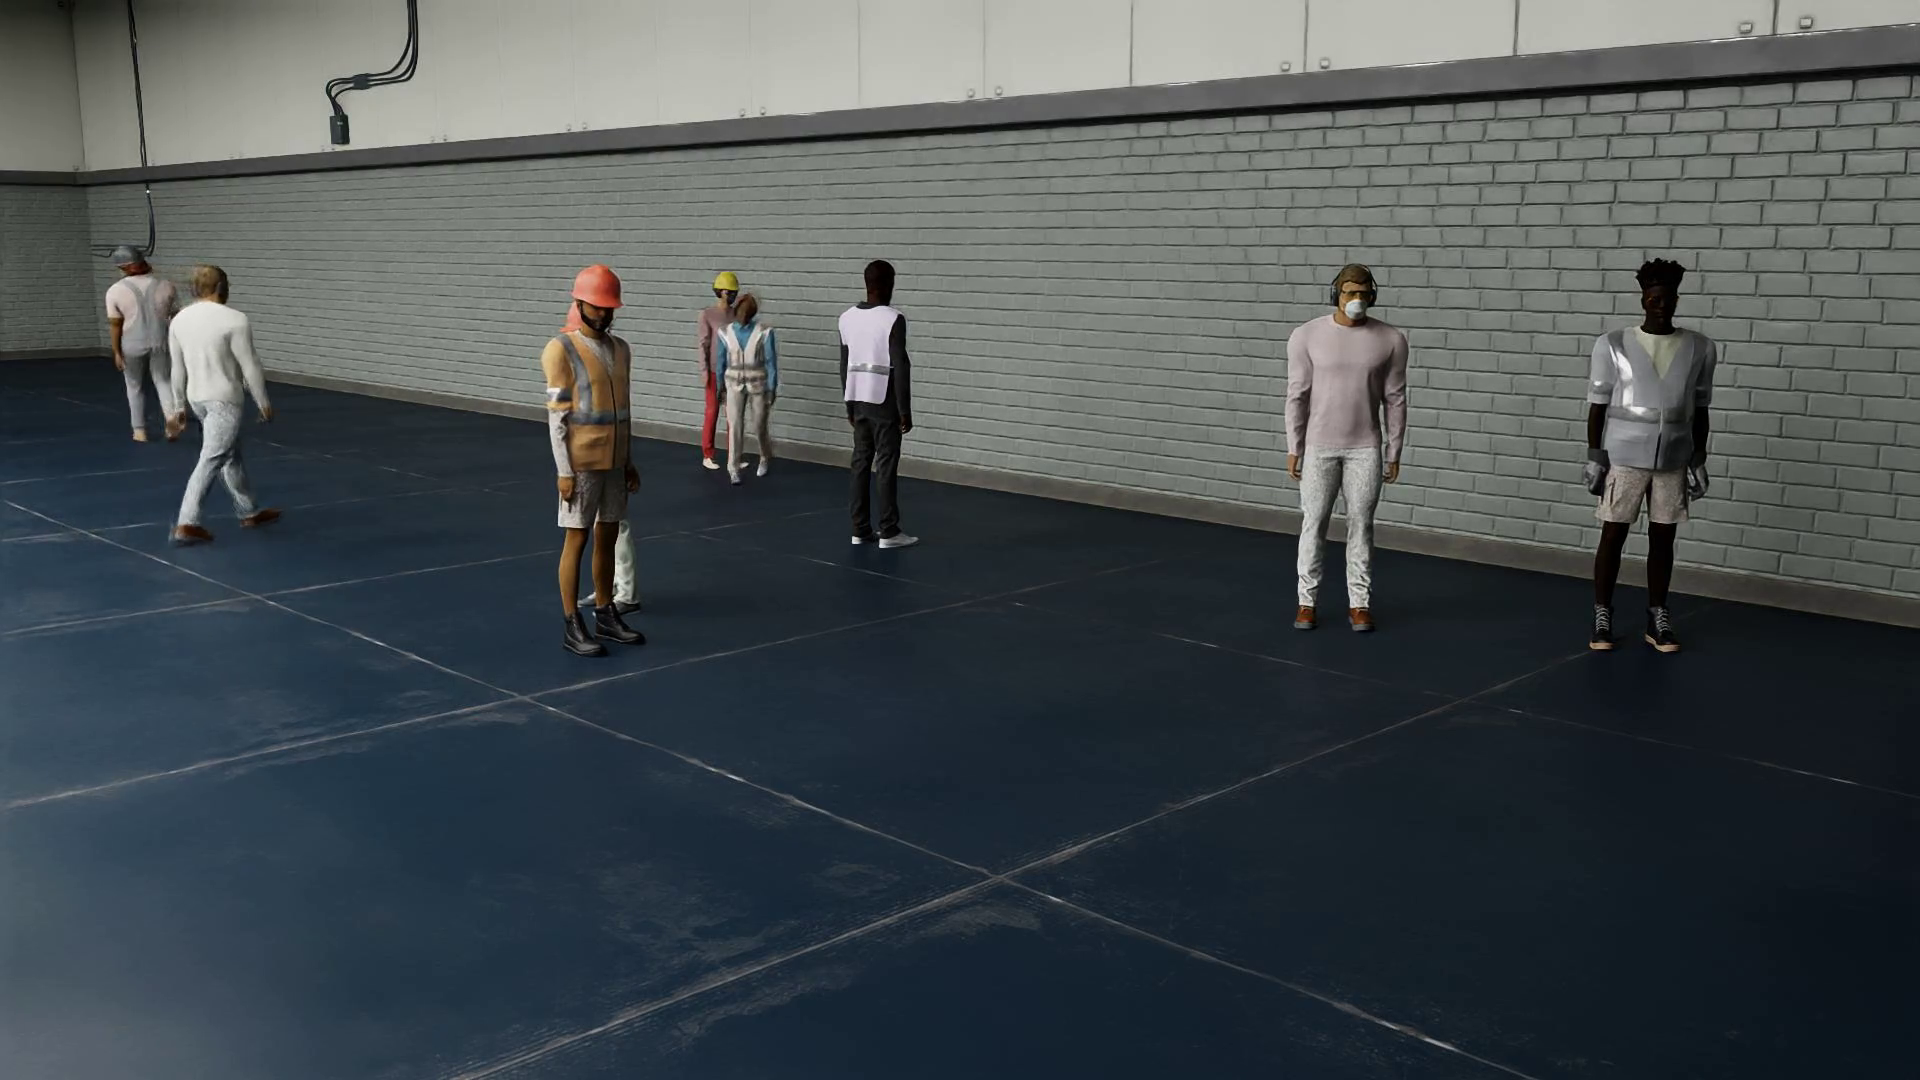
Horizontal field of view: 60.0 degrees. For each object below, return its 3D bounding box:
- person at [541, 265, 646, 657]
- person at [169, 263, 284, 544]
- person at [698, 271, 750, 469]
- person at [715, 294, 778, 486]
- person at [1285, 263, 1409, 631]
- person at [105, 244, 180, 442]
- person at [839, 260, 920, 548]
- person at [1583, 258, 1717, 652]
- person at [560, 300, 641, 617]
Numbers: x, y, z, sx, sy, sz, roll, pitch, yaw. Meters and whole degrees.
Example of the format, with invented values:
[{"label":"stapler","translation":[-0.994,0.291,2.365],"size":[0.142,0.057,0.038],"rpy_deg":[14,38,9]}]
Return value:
[{"label":"person","translation":[-1.802,-0.394,8.296],"size":[0.375,1.931,0.542],"rpy_deg":[7,12,32]},{"label":"person","translation":[-5.100,-0.942,11.413],"size":[0.643,1.892,1.029],"rpy_deg":[5,11,25]},{"label":"person","translation":[-2.085,-1.504,14.831],"size":[0.526,1.760,0.356],"rpy_deg":[-8,13,-37]},{"label":"person","translation":[-1.801,-1.287,14.088],"size":[0.559,1.592,0.855],"rpy_deg":[0,10,2]},{"label":"person","translation":[2.023,-0.478,8.759],"size":[0.629,1.933,0.370],"rpy_deg":[1,10,6]},{"label":"person","translation":[-8.138,-1.975,16.614],"size":[0.693,2.000,0.849],"rpy_deg":[-8,13,-38]},{"label":"person","translation":[-0.561,-0.902,11.112],"size":[0.589,1.914,0.392],"rpy_deg":[9,14,40]},{"label":"person","translation":[3.435,-0.415,8.312],"size":[0.611,1.965,0.362],"rpy_deg":[1,10,6]},{"label":"person","translation":[-1.985,-0.448,9.111],"size":[0.357,1.741,0.562],"rpy_deg":[-5,12,-26]}]
